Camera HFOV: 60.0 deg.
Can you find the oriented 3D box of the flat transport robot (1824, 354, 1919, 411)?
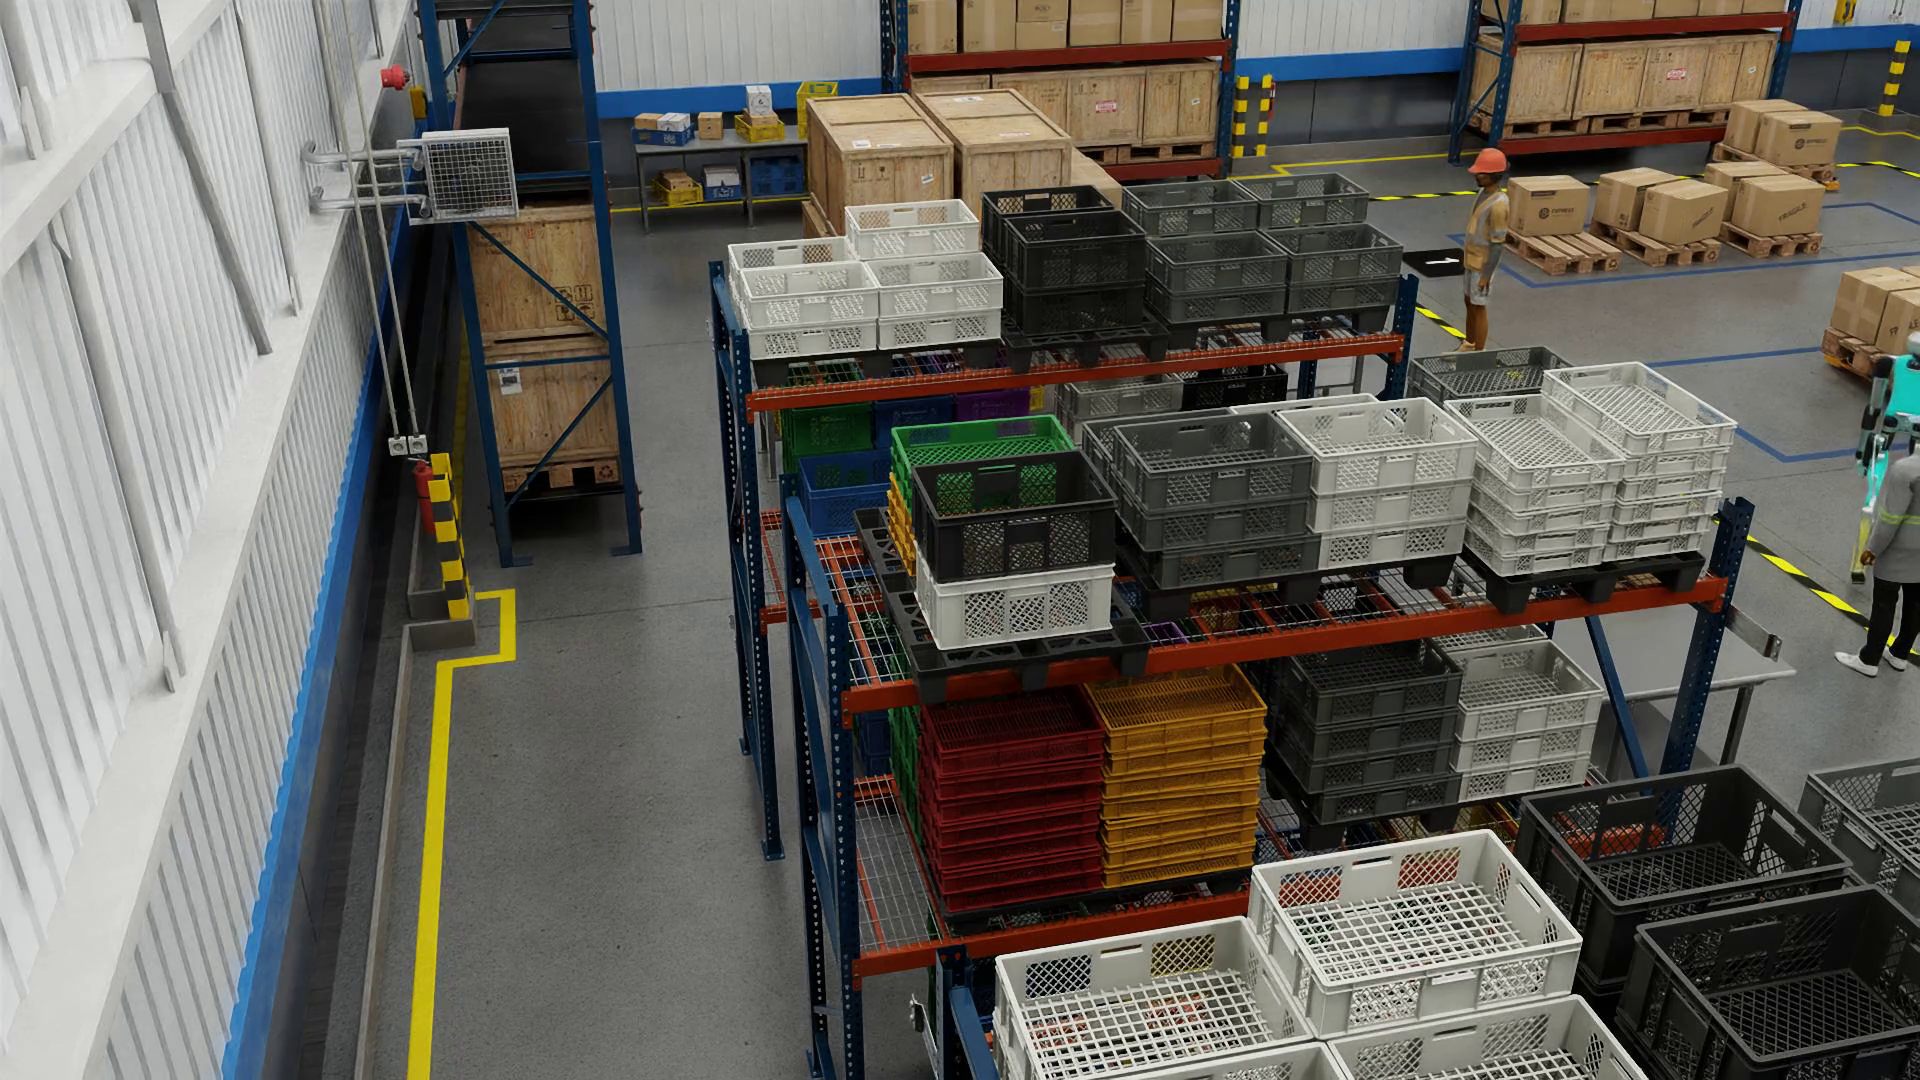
[{"bbox_3d":[8.473,-1.467,14.800,0.652,0.197,1.431,-6,28,-12],"label":"flat transport robot"}]

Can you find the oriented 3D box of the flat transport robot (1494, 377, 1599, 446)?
[{"bbox_3d":[4.780,-1.036,14.013,0.659,0.231,1.431,-6,28,-12],"label":"flat transport robot"}]

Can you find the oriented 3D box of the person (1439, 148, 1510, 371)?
[{"bbox_3d":[4.617,-2.480,14.853,0.379,2.040,0.614,0,28,1],"label":"person"}]

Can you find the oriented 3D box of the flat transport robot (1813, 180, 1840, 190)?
[{"bbox_3d":[10.006,-4.458,20.476,1.431,0.197,0.652,-6,28,-12],"label":"flat transport robot"}]

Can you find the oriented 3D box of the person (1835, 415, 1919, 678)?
[{"bbox_3d":[5.895,-0.003,10.358,0.588,1.849,0.395,-7,29,-13],"label":"person"}]

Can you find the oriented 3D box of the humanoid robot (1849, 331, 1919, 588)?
[{"bbox_3d":[6.404,-0.458,11.407,0.546,1.770,1.025,14,31,25],"label":"humanoid robot"}]
